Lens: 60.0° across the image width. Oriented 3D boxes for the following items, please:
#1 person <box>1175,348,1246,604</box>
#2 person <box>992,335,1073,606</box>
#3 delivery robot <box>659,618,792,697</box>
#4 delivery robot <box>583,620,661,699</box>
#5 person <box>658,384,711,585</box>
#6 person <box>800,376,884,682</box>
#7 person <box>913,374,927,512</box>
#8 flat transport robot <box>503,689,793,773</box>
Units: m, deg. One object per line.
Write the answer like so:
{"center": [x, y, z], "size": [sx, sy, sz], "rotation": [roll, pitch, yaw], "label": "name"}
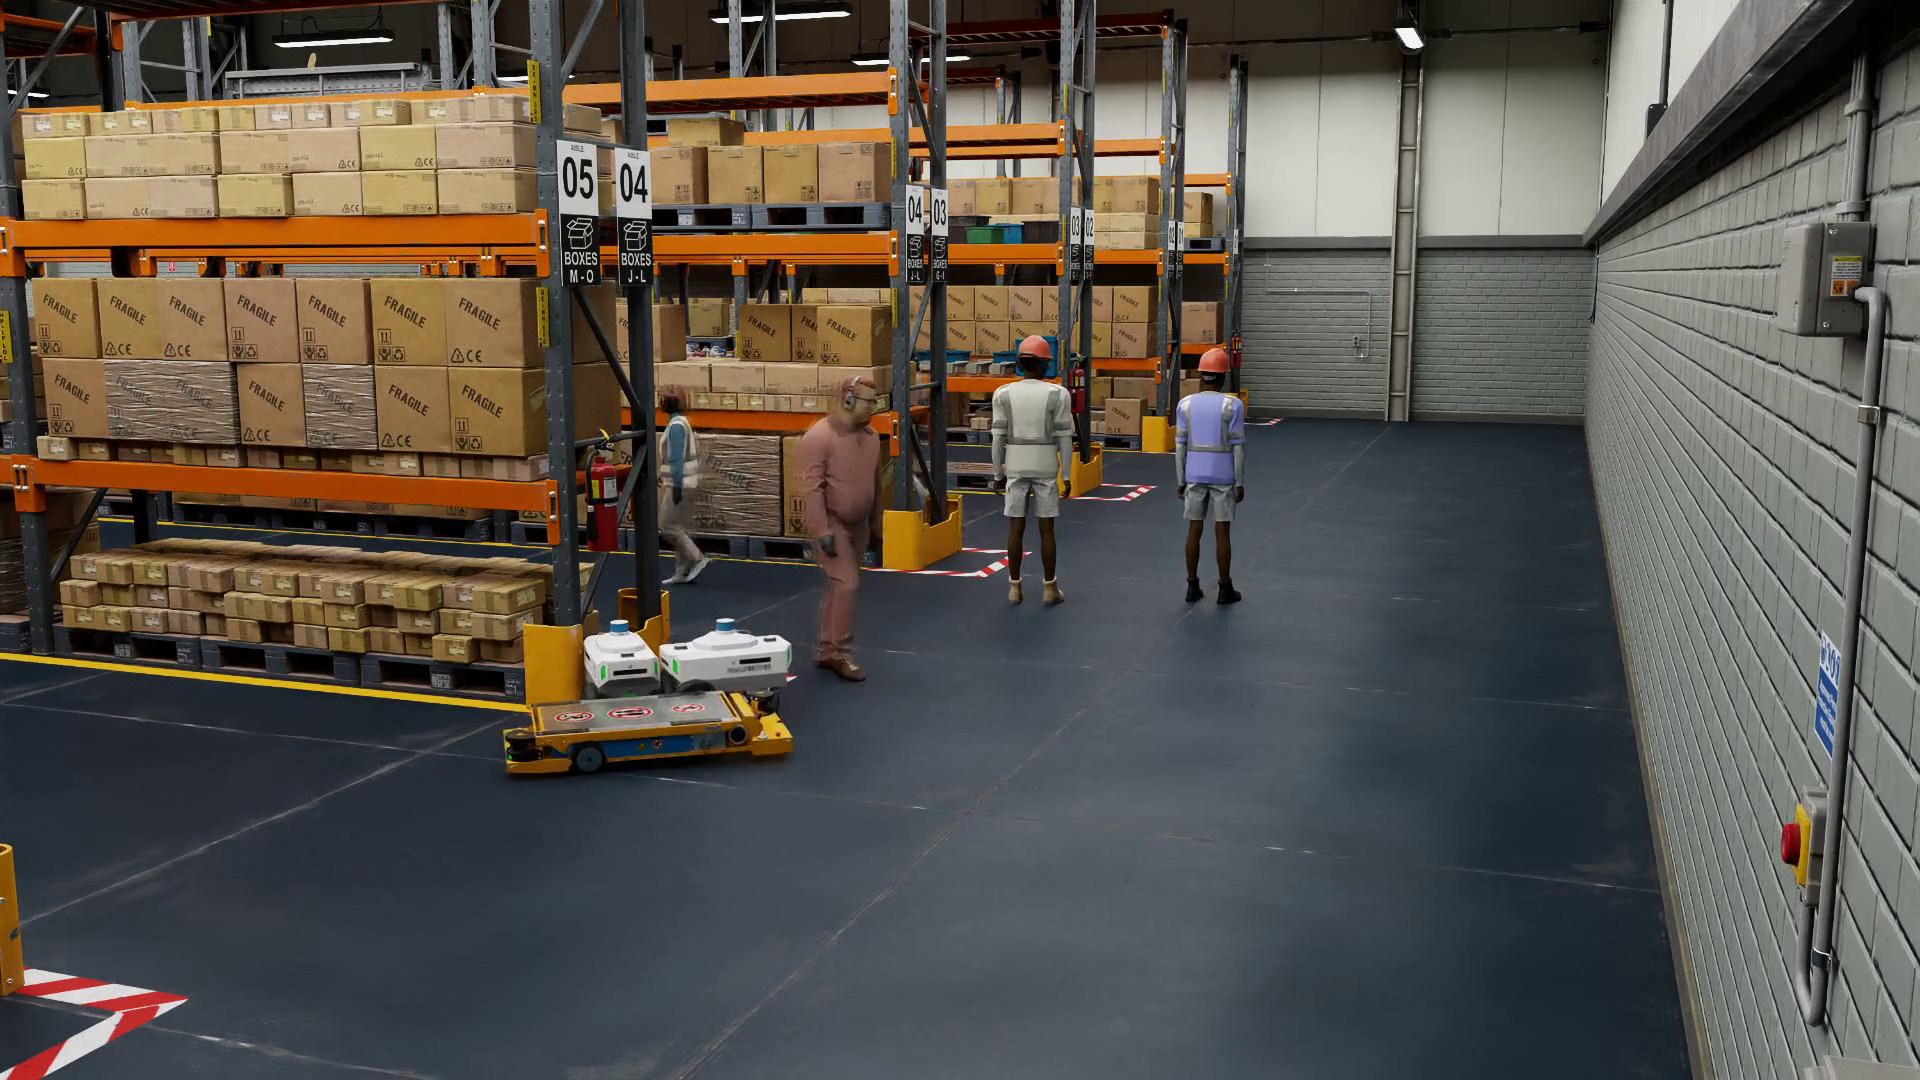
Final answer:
{"center": [1.908, -0.480, 12.635], "size": [0.542, 1.939, 0.369], "rotation": [5, 10, 27], "label": "person"}
{"center": [0.548, -0.522, 12.575], "size": [0.611, 2.040, 0.393], "rotation": [2, 9, 13], "label": "person"}
{"center": [-1.317, 0.686, 9.372], "size": [0.707, 0.478, 0.477], "rotation": [-4, 10, -23], "label": "delivery robot"}
{"center": [-1.904, 0.692, 9.331], "size": [0.477, 0.478, 0.707], "rotation": [-3, 10, -20], "label": "delivery robot"}
{"center": [-2.265, -0.429, 13.264], "size": [0.362, 1.628, 0.541], "rotation": [-1, 9, -8], "label": "person"}
{"center": [-0.676, -0.068, 10.264], "size": [0.661, 1.874, 0.676], "rotation": [7, 11, 36], "label": "person"}
{"center": [-0.533, -0.991, 16.112], "size": [0.530, 1.849, 0.634], "rotation": [-9, 13, -44], "label": "person"}
{"center": [-1.637, 0.985, 8.678], "size": [1.431, 0.197, 0.652], "rotation": [-3, 9, -17], "label": "flat transport robot"}
